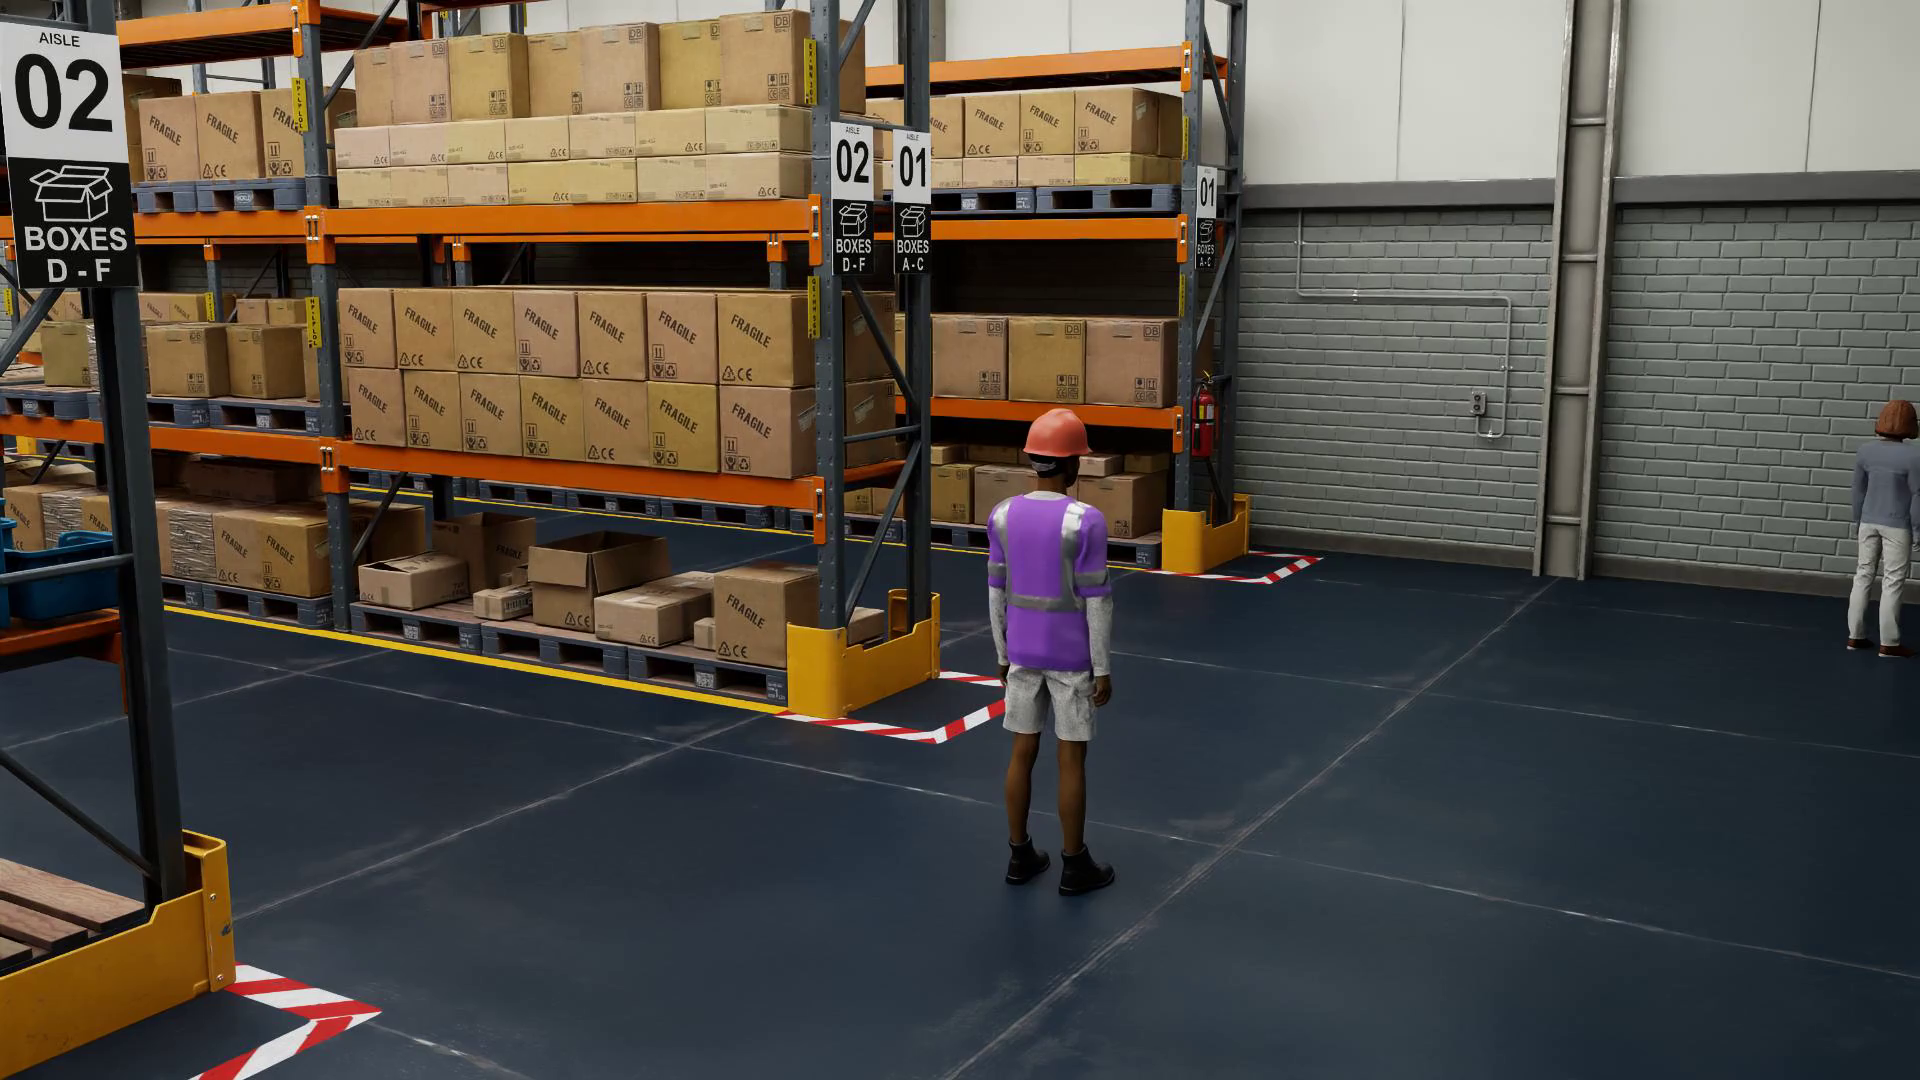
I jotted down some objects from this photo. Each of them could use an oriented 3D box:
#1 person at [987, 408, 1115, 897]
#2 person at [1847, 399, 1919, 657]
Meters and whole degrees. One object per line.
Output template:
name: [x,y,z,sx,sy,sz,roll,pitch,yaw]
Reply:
person: [0.374,0.446,6.628,0.543,1.939,0.359,6,12,33]
person: [5.896,-0.075,10.561,0.279,1.635,0.507,-4,10,-22]
